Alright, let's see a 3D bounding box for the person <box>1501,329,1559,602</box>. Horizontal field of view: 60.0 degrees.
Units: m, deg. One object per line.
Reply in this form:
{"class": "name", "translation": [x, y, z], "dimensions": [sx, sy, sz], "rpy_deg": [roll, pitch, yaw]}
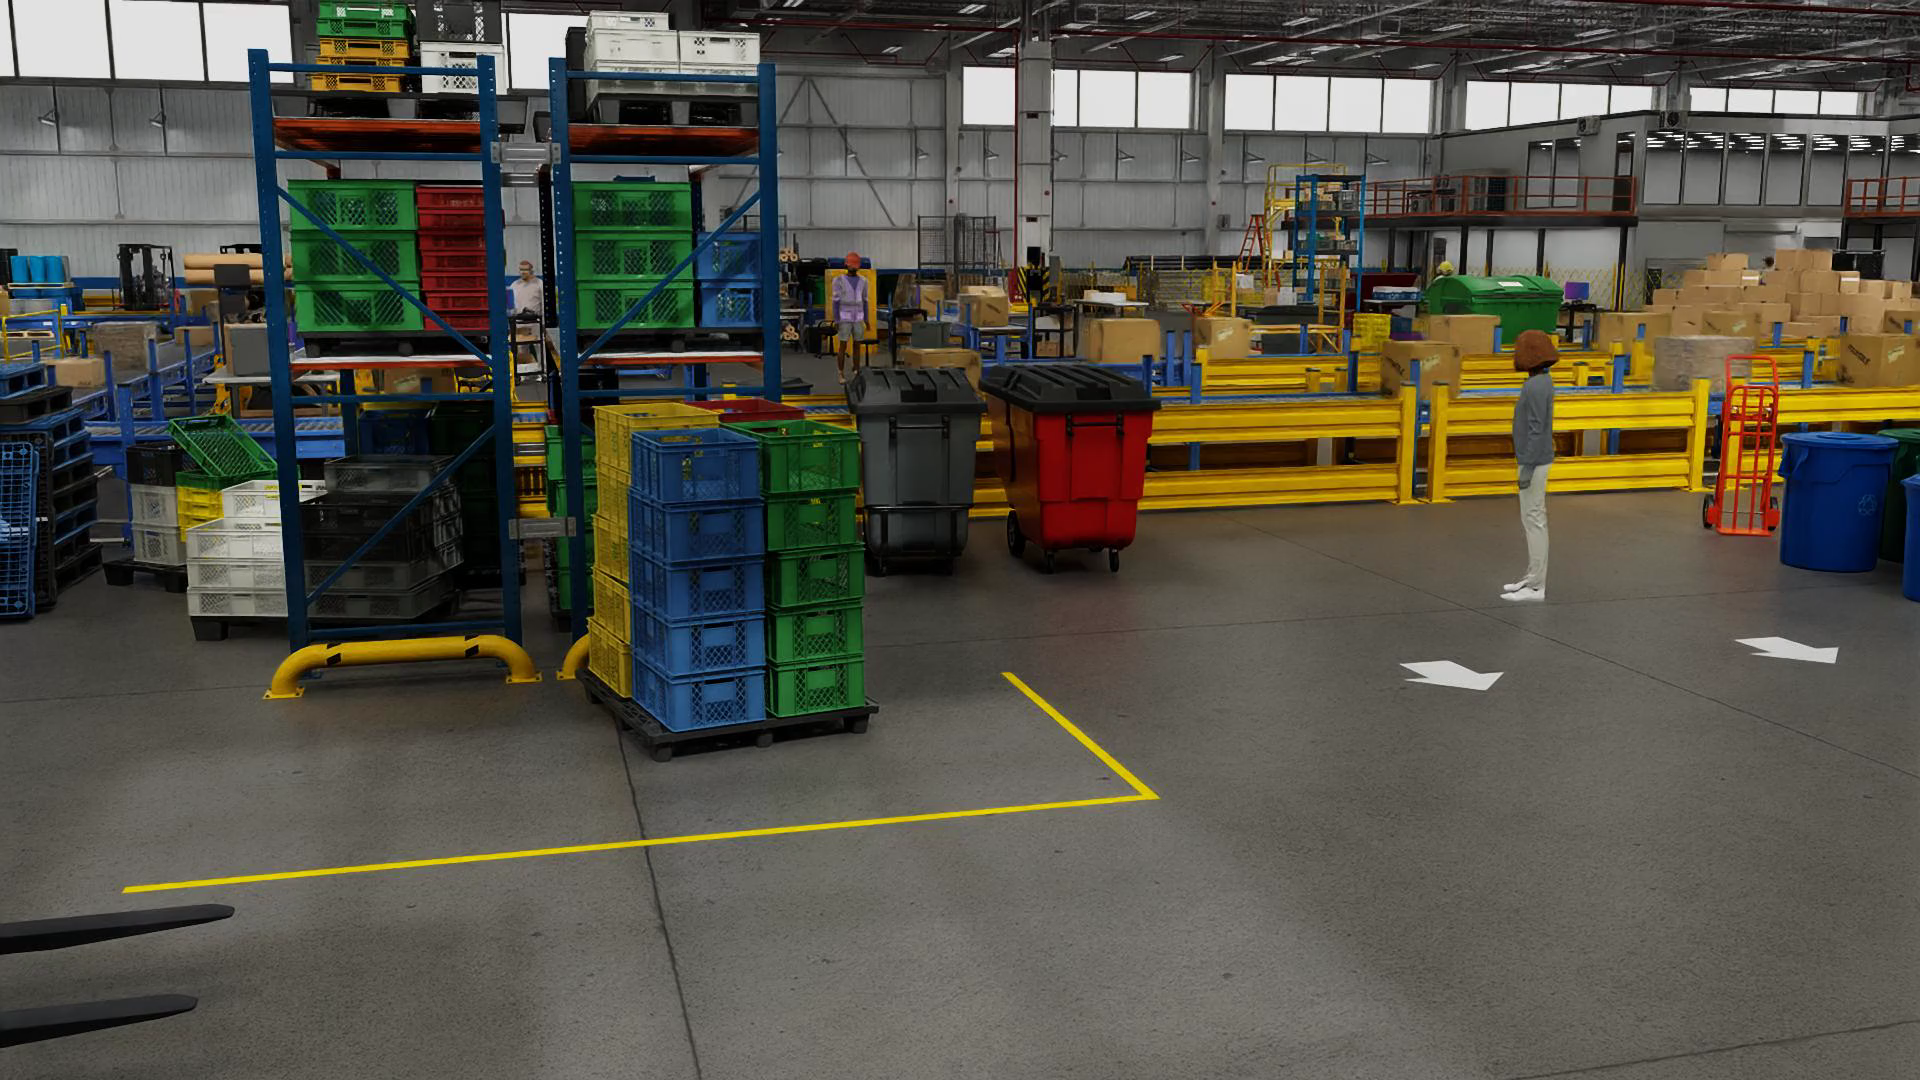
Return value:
{"class": "person", "translation": [3.431, -0.445, 10.005], "dimensions": [0.270, 1.631, 0.507], "rpy_deg": [4, 11, 22]}

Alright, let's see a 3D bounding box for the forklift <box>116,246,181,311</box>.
{"class": "forklift", "translation": [-19.966, -6.232, 40.894], "dimensions": [1.157, 1.987, 2.680], "rpy_deg": [-3, 10, -15]}

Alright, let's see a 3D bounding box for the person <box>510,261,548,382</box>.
{"class": "person", "translation": [-6.795, -3.439, 26.221], "dimensions": [0.630, 1.899, 0.402], "rpy_deg": [2, 10, 9]}

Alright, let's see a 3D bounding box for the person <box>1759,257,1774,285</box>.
{"class": "person", "translation": [22.827, -7.058, 46.912], "dimensions": [0.699, 1.819, 0.527], "rpy_deg": [4, 11, 23]}

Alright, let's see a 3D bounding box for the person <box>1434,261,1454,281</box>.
{"class": "person", "translation": [9.530, -4.576, 32.839], "dimensions": [0.403, 1.828, 0.595], "rpy_deg": [-1, 10, -7]}

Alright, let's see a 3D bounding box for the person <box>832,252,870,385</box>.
{"class": "person", "translation": [-1.660, -3.401, 25.614], "dimensions": [0.605, 2.034, 0.394], "rpy_deg": [-5, 11, -26]}

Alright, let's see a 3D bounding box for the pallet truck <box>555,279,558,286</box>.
{"class": "pallet truck", "translation": [-10.604, -6.375, 44.520], "dimensions": [0.653, 1.274, 1.630], "rpy_deg": [-3, 10, -15]}

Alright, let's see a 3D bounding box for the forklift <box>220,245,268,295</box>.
{"class": "forklift", "translation": [-17.749, -6.334, 41.440], "dimensions": [1.157, 1.987, 2.680], "rpy_deg": [-3, 10, -17]}
